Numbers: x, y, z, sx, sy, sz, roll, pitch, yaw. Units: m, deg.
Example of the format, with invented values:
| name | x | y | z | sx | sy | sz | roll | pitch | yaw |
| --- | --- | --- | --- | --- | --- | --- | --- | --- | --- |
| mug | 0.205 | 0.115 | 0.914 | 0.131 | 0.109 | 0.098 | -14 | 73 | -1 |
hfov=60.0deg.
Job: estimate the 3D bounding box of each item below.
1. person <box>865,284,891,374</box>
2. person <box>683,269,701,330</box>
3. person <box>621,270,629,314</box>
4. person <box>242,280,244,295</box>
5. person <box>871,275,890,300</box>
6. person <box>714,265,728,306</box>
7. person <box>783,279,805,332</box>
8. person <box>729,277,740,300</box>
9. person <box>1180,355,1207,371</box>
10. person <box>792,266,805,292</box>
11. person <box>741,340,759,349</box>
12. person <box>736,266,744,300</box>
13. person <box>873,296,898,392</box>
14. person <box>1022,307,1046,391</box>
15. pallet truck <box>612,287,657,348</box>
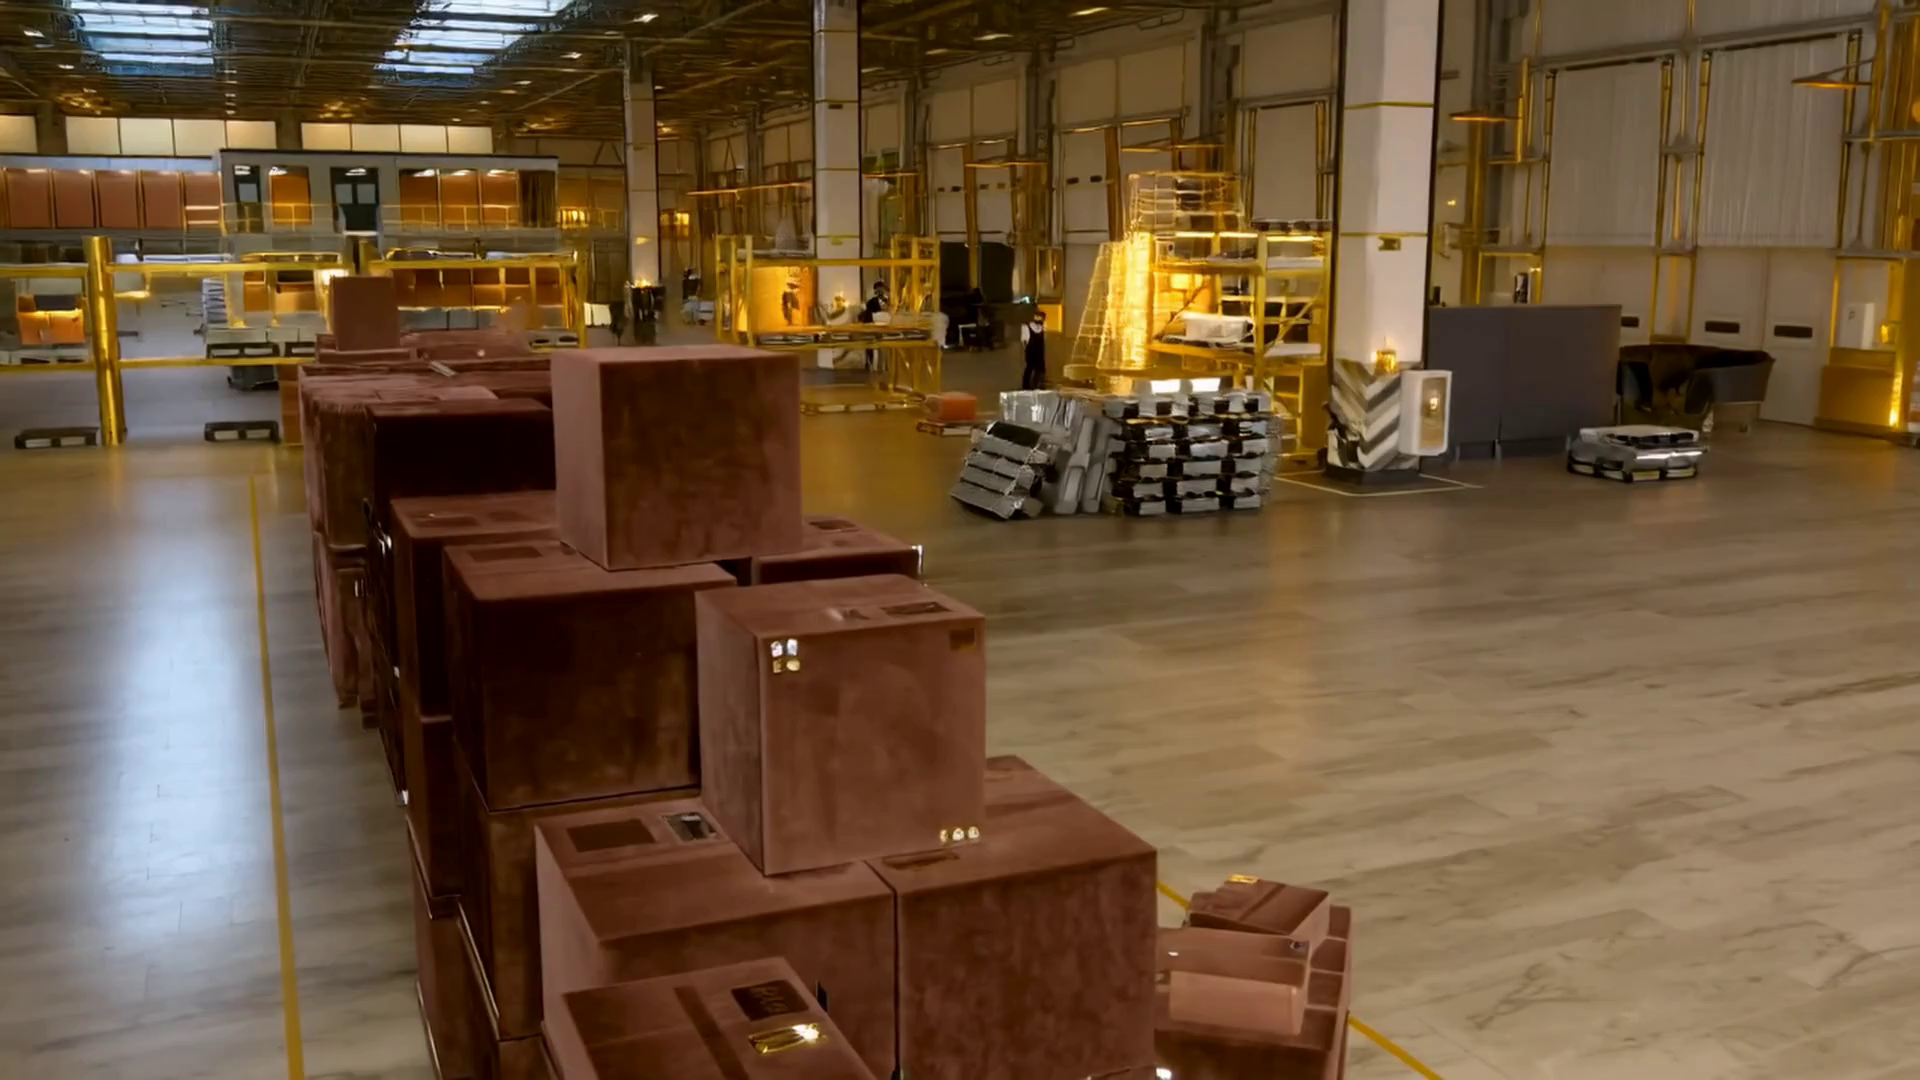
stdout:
| name | x | y | z | sx | sy | sz | roll | pitch | yaw |
| --- | --- | --- | --- | --- | --- | --- | --- | --- | --- |
| person | -1.813 | -4.711 | 37.085 | 0.614 | 1.997 | 0.374 | -4 | 11 | -23 |
| person | -8.840 | -7.941 | 54.893 | 0.614 | 1.994 | 0.381 | -4 | 11 | -23 |
| person | -13.239 | -9.844 | 66.050 | 0.416 | 1.753 | 0.548 | 7 | 13 | 35 |
| person | -29.605 | -10.294 | 68.938 | 0.877 | 1.582 | 0.517 | -9 | 14 | -41 |
| person | -2.581 | -7.695 | 54.002 | 0.652 | 1.827 | 0.454 | 4 | 11 | 21 |
| person | -10.583 | -11.257 | 73.687 | 0.651 | 1.824 | 0.478 | -3 | 11 | -16 |
| person | -4.536 | -6.198 | 45.557 | 0.619 | 1.889 | 0.871 | 0 | 10 | 2 |
| person | -9.248 | -10.243 | 68.394 | 0.537 | 1.700 | 0.318 | -4 | 11 | -23 |
| person | 3.685 | -2.592 | 26.109 | 0.488 | 1.744 | 0.295 | -4 | 11 | -23 |
| person | -6.652 | -10.391 | 68.542 | 0.547 | 1.942 | 0.351 | -4 | 11 | -23 |
| person | -2.197 | -1.126 | 17.489 | 0.631 | 1.939 | 0.370 | -4 | 11 | -23 |
| person | -10.107 | -11.620 | 75.345 | 0.628 | 1.935 | 0.609 | -2 | 11 | -14 |
| person | -1.462 | -3.833 | 32.600 | 0.520 | 1.871 | 0.326 | -4 | 11 | -23 |
| person | 1.260 | -3.116 | 28.774 | 0.555 | 1.825 | 0.406 | -6 | 12 | -29 |
| pallet truck | -6.464 | -4.406 | 35.401 | 0.823 | 1.965 | 1.885 | 6 | 12 | 32 |
